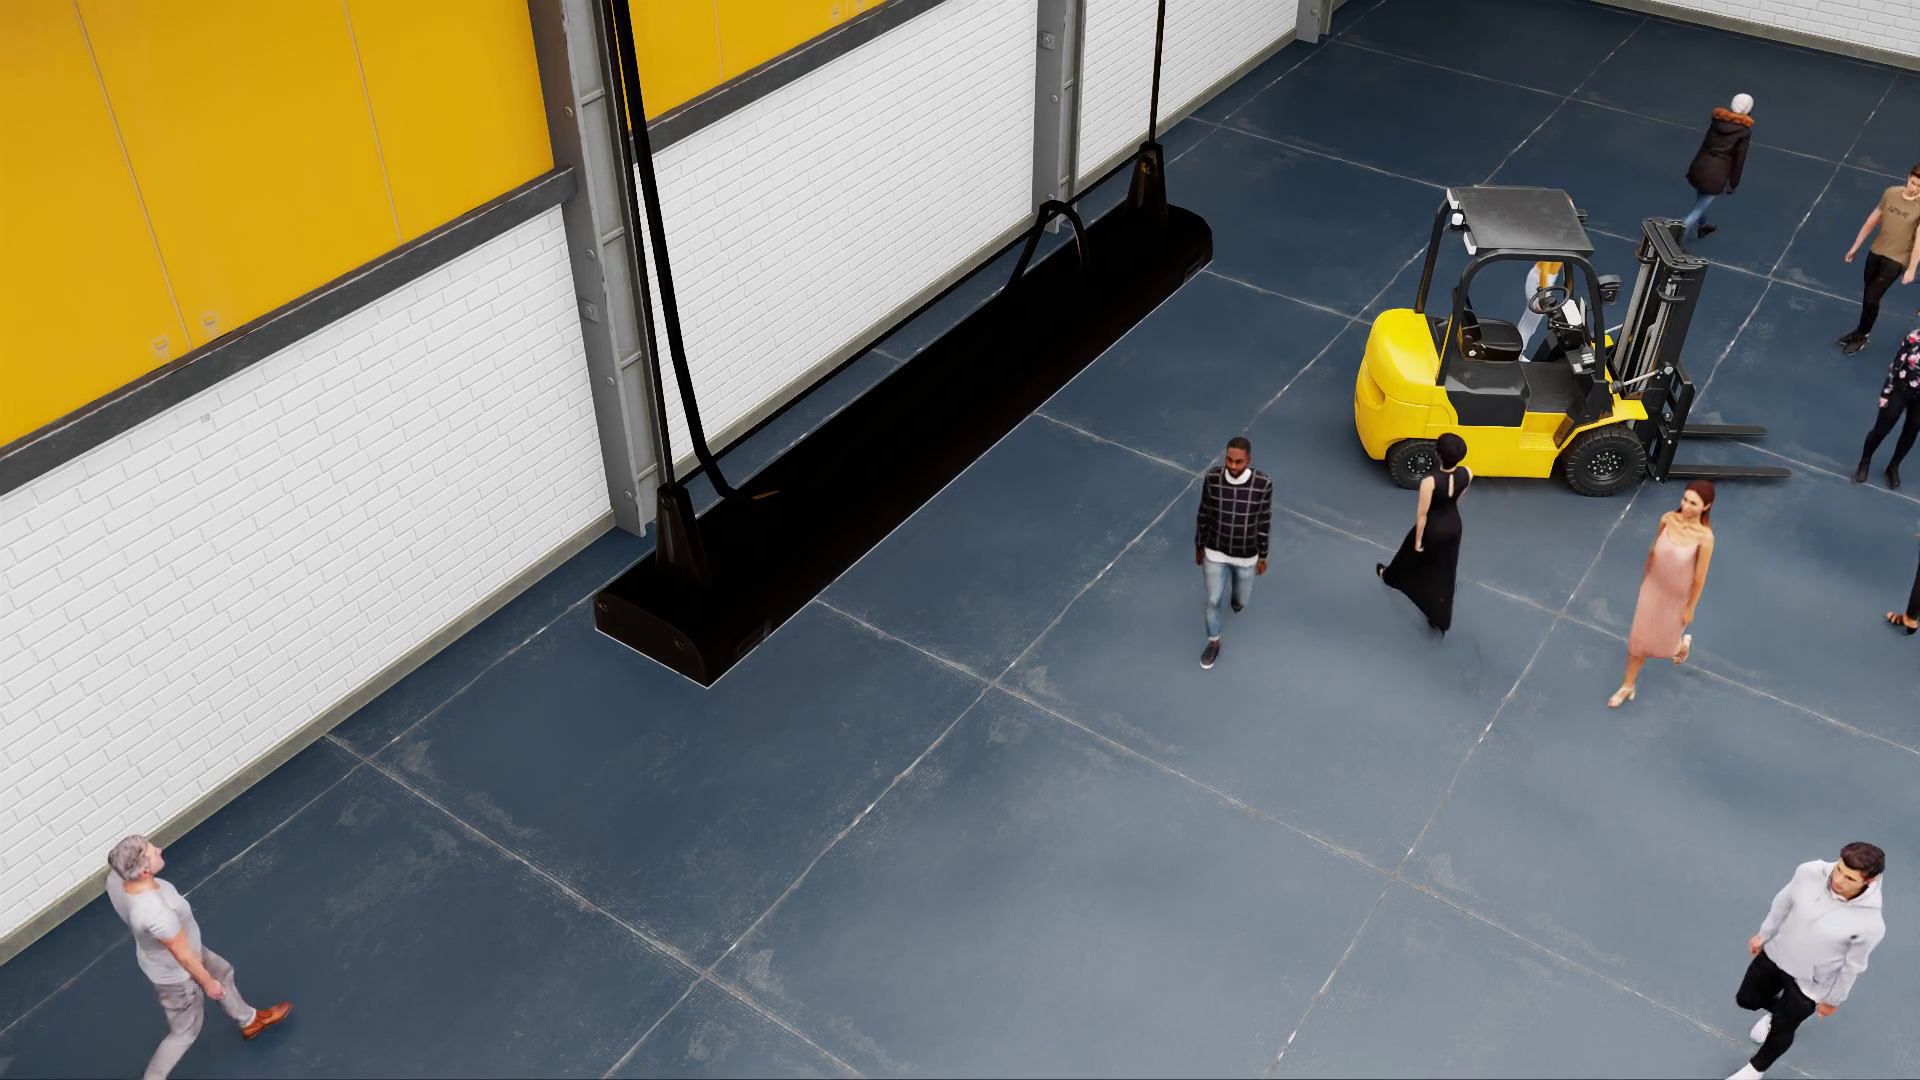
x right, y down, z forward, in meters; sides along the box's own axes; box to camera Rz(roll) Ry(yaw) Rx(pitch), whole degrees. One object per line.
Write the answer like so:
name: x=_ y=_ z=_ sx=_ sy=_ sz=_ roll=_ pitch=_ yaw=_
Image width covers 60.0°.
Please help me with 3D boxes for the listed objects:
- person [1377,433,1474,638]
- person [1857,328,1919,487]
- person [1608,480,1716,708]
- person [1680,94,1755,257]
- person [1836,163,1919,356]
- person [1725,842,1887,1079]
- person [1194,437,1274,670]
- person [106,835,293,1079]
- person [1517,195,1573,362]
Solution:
person: x=3.384 y=-0.003 z=11.648 sx=1.041 sy=1.557 sz=1.032 roll=-11 pitch=40 yaw=-14
person: x=7.456 y=-1.164 z=13.009 sx=0.609 sy=1.674 sz=0.594 roll=15 pitch=41 yaw=18
person: x=4.738 y=0.352 z=10.996 sx=1.026 sy=1.816 sz=0.813 roll=-22 pitch=43 yaw=-25
person: x=7.165 y=-3.478 z=15.979 sx=1.107 sy=1.582 sz=0.900 roll=-19 pitch=42 yaw=-22
person: x=8.183 y=-2.474 z=14.518 sx=0.857 sy=1.837 sz=0.829 roll=-10 pitch=40 yaw=-12
person: x=4.435 y=2.169 z=8.640 sx=1.011 sy=1.917 sz=0.914 roll=-18 pitch=42 yaw=-21
person: x=1.884 y=0.014 z=11.430 sx=0.884 sy=1.802 sz=1.085 roll=10 pitch=40 yaw=13
person: x=-4.153 y=2.269 z=8.616 sx=1.252 sy=1.789 sz=0.841 roll=-32 pitch=48 yaw=-33
person: x=4.948 y=-2.164 z=14.199 sx=0.687 sy=1.751 sz=0.570 roll=14 pitch=41 yaw=17
